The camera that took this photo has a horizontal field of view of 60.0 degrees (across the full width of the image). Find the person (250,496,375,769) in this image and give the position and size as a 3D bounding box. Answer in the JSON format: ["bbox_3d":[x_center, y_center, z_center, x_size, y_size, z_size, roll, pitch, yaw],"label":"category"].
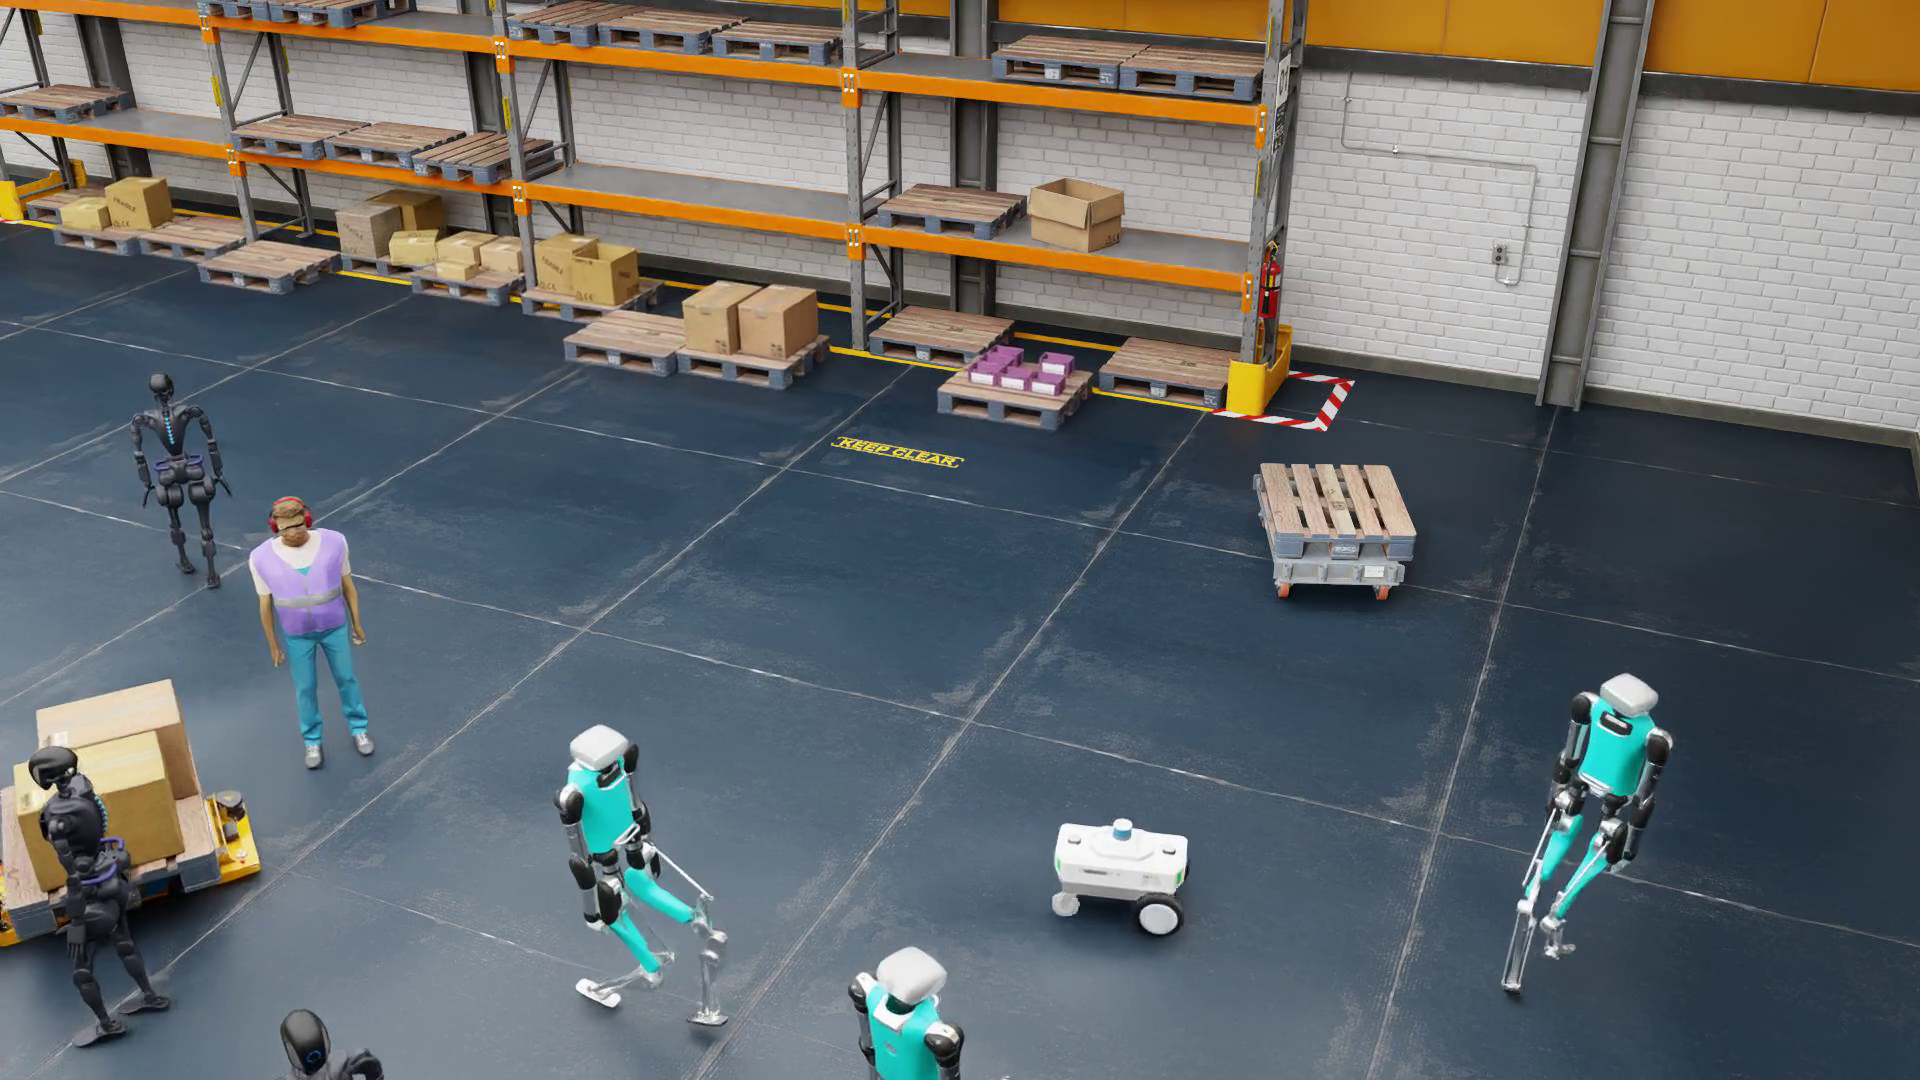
[{"bbox_3d":[-3.953,0.537,10.184,0.560,1.835,0.399,-14,30,-24],"label":"person"}]

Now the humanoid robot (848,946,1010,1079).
[{"bbox_3d":[0.014,2.256,6.998,0.555,1.764,1.001,21,34,34],"label":"humanoid robot"}]

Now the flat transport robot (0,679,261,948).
[{"bbox_3d":[-4.753,1.840,9.364,1.431,0.231,0.659,-14,30,-25],"label":"flat transport robot"}]

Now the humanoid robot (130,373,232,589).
[{"bbox_3d":[-5.754,-0.466,12.308,0.610,1.639,0.567,-12,30,-23],"label":"humanoid robot"}]

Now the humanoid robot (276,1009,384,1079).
[{"bbox_3d":[-2.521,2.487,6.585,0.584,1.636,0.584,-24,36,-38],"label":"humanoid robot"}]

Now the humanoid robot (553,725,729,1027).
[{"bbox_3d":[-1.484,1.724,8.041,1.054,1.760,0.546,13,30,23],"label":"humanoid robot"}]

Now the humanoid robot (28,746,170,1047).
[{"bbox_3d":[-4.270,1.699,8.098,0.482,1.645,0.611,-6,28,-12],"label":"humanoid robot"}]

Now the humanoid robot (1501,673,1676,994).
[{"bbox_3d":[3.029,1.579,8.361,0.812,1.843,0.563,-20,33,-33],"label":"humanoid robot"}]

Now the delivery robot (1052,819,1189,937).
[{"bbox_3d":[0.884,1.794,9.120,0.759,0.575,0.499,5,28,9],"label":"delivery robot"}]
